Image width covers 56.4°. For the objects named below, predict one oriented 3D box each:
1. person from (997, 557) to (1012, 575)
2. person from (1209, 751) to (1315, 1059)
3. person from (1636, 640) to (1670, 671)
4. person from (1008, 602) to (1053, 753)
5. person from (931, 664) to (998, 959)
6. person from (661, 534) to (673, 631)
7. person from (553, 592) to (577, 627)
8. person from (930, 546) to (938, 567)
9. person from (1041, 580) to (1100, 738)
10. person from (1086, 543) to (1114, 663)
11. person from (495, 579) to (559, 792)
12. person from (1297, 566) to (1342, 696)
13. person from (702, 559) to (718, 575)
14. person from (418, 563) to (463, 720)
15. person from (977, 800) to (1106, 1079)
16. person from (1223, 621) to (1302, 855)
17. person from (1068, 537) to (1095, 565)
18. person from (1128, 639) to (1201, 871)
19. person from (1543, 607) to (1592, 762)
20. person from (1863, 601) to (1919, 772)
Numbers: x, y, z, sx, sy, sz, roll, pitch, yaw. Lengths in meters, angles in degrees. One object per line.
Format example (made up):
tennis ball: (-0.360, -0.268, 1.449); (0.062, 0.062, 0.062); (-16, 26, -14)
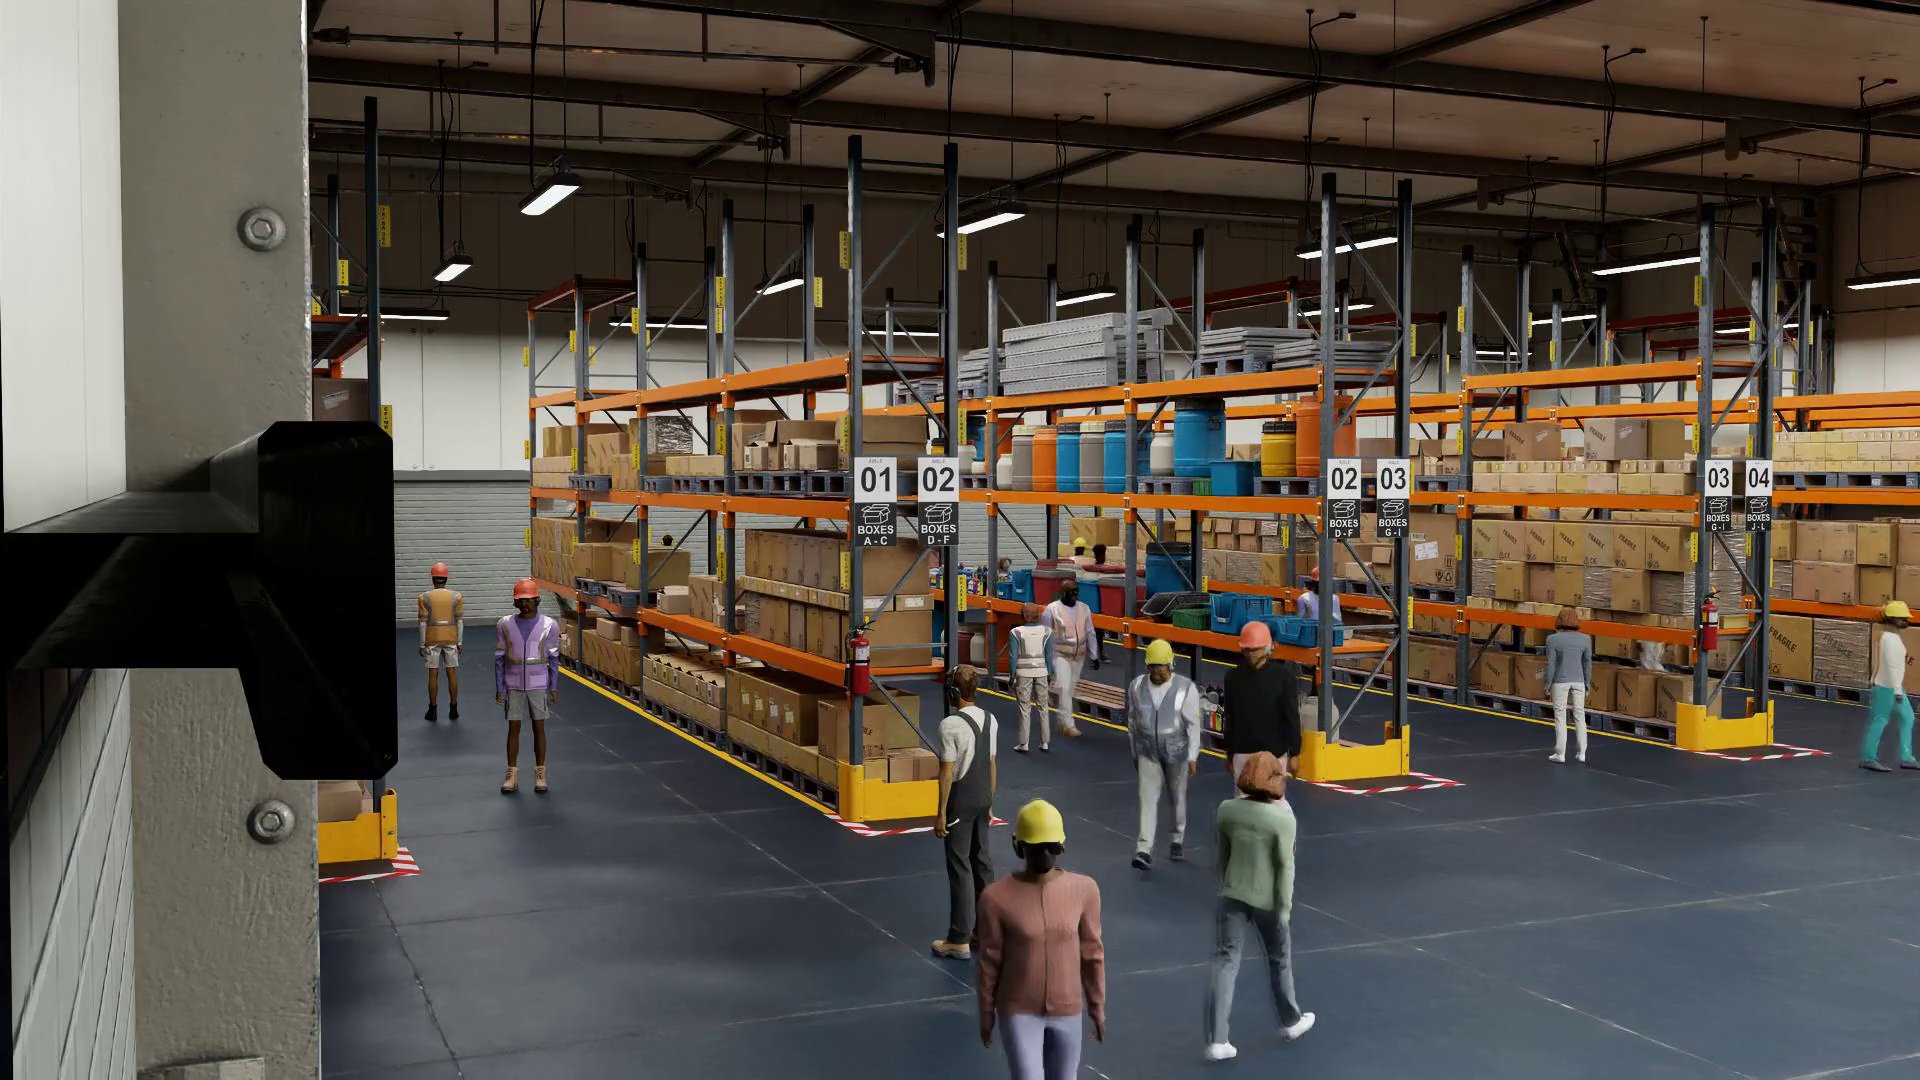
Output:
person: (0.788, 1.097, 30.365); (0.541, 1.615, 0.626); (-1, 3, -32)
person: (1.574, 1.910, 9.492); (0.515, 1.587, 0.848); (2, 3, 40)
person: (8.958, 1.249, 23.139); (0.609, 1.869, 0.461); (-1, 2, -26)
person: (0.773, 1.499, 19.587); (0.515, 1.641, 0.314); (-1, 2, -18)
person: (0.039, 1.715, 11.436); (0.333, 1.842, 0.508); (2, 3, 40)
person: (-5.625, 0.817, 34.430); (0.520, 1.873, 0.335); (-1, 2, -26)
person: (-6.943, 0.955, 31.528); (0.425, 1.810, 0.605); (-1, 2, -27)
person: (-0.480, 0.844, 32.425); (0.623, 1.973, 0.788); (-1, 2, -22)
person: (1.310, 1.372, 20.682); (0.648, 1.804, 0.855); (-1, 3, -30)
person: (2.219, 0.998, 29.008); (0.644, 1.927, 0.859); (-1, 2, -24)
person: (-4.162, 1.391, 17.213); (0.605, 2.045, 0.378); (0, 2, -7)
person: (4.525, 1.263, 22.590); (0.559, 1.895, 0.976); (0, 2, -9)
person: (-3.855, 1.068, 28.358); (0.586, 1.835, 0.403); (-2, 3, -36)
person: (-6.449, 1.251, 22.236); (0.545, 1.938, 0.359); (-1, 2, -26)
person: (0.318, 1.916, 7.412); (0.524, 1.739, 0.803); (-1, 2, -15)
person: (2.323, 1.575, 13.604); (0.644, 1.964, 0.832); (1, 3, 32)
person: (2.085, 0.914, 31.280); (0.620, 1.911, 0.424); (-1, 2, -19)
person: (1.582, 1.656, 13.912); (0.606, 1.771, 0.954); (1, 2, 19)
person: (6.420, 1.528, 18.928); (0.505, 1.632, 0.269); (0, 2, -4)
person: (9.565, 1.497, 18.201); (0.722, 1.740, 0.554); (1, 3, 32)
